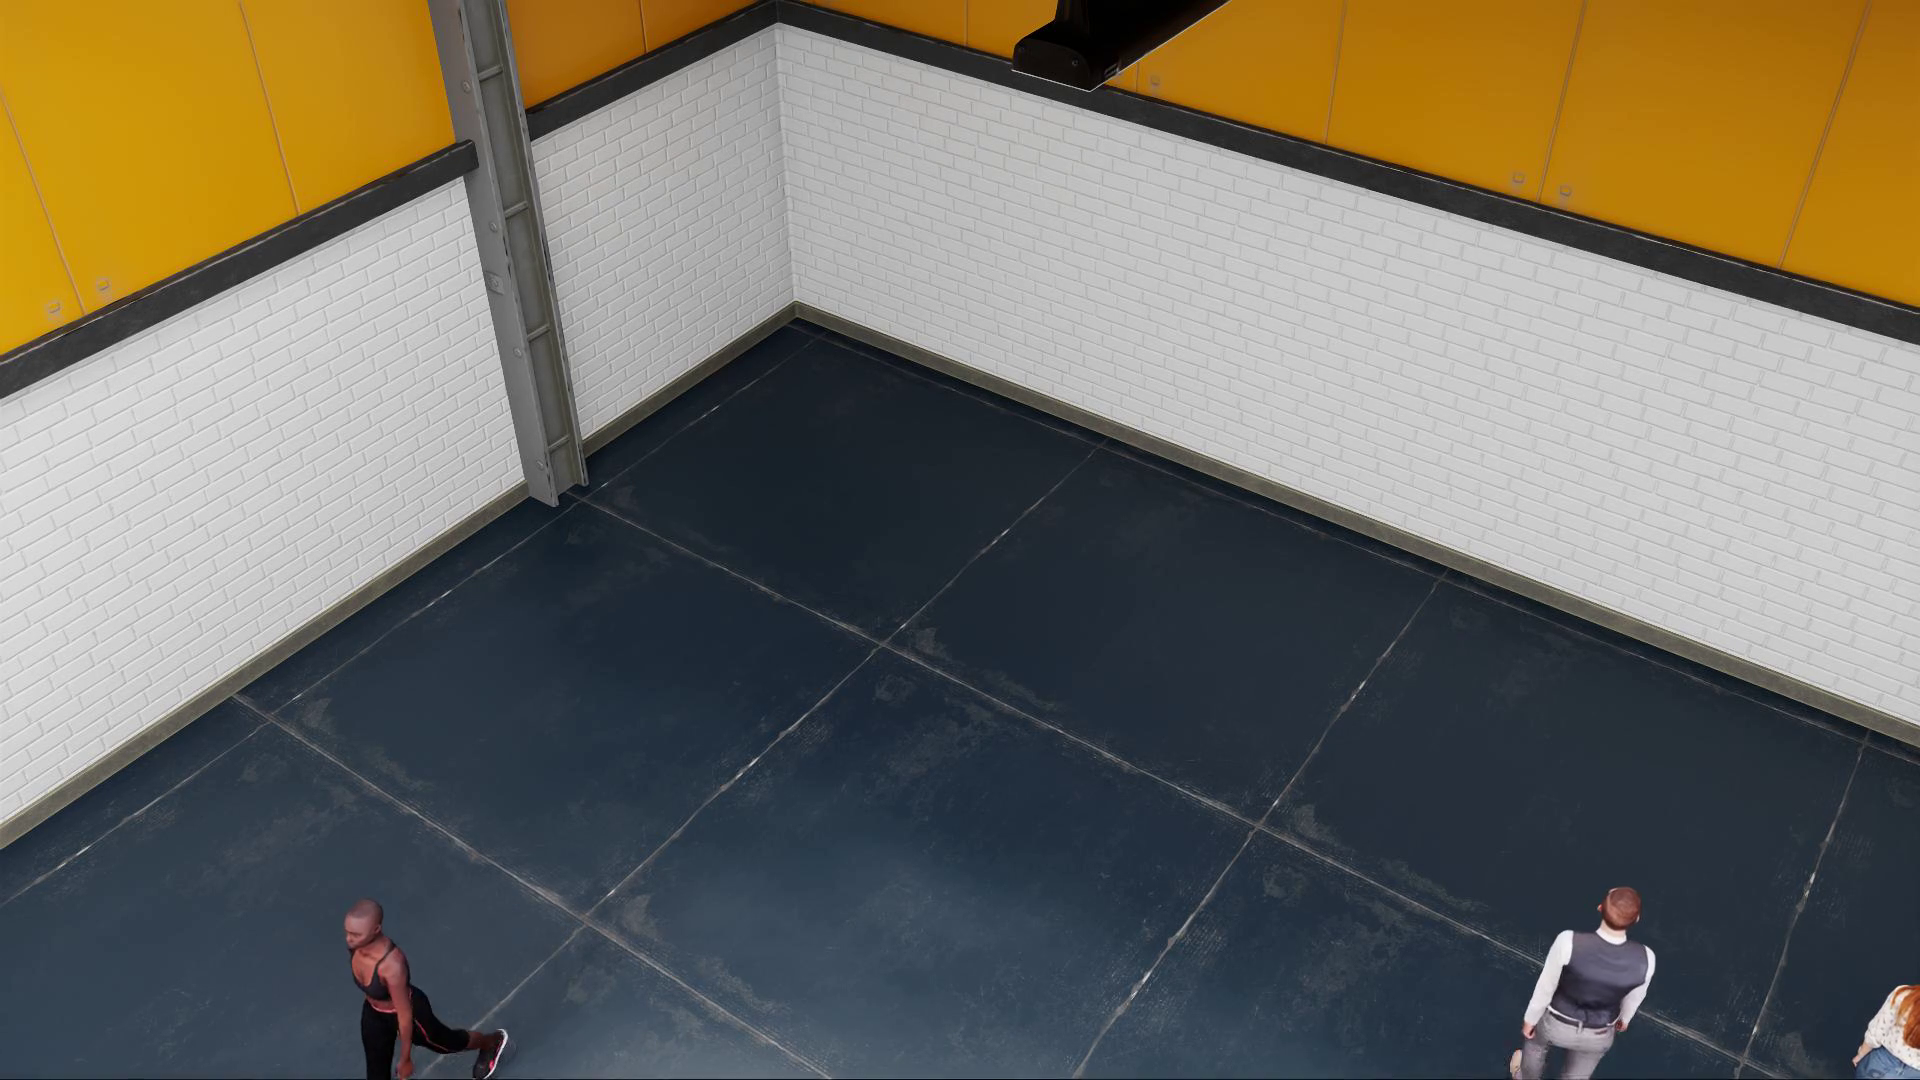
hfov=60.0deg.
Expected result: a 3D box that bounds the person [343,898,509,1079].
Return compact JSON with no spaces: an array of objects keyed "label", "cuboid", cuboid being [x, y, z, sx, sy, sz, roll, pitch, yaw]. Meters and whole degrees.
[{"label":"person","cuboid":[-2.769,2.382,8.520,0.600,1.717,1.207,23,44,26]}]

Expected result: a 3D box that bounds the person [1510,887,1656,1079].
[{"label":"person","cuboid":[3.056,2.466,8.254,0.828,1.918,0.978,11,40,14]}]
